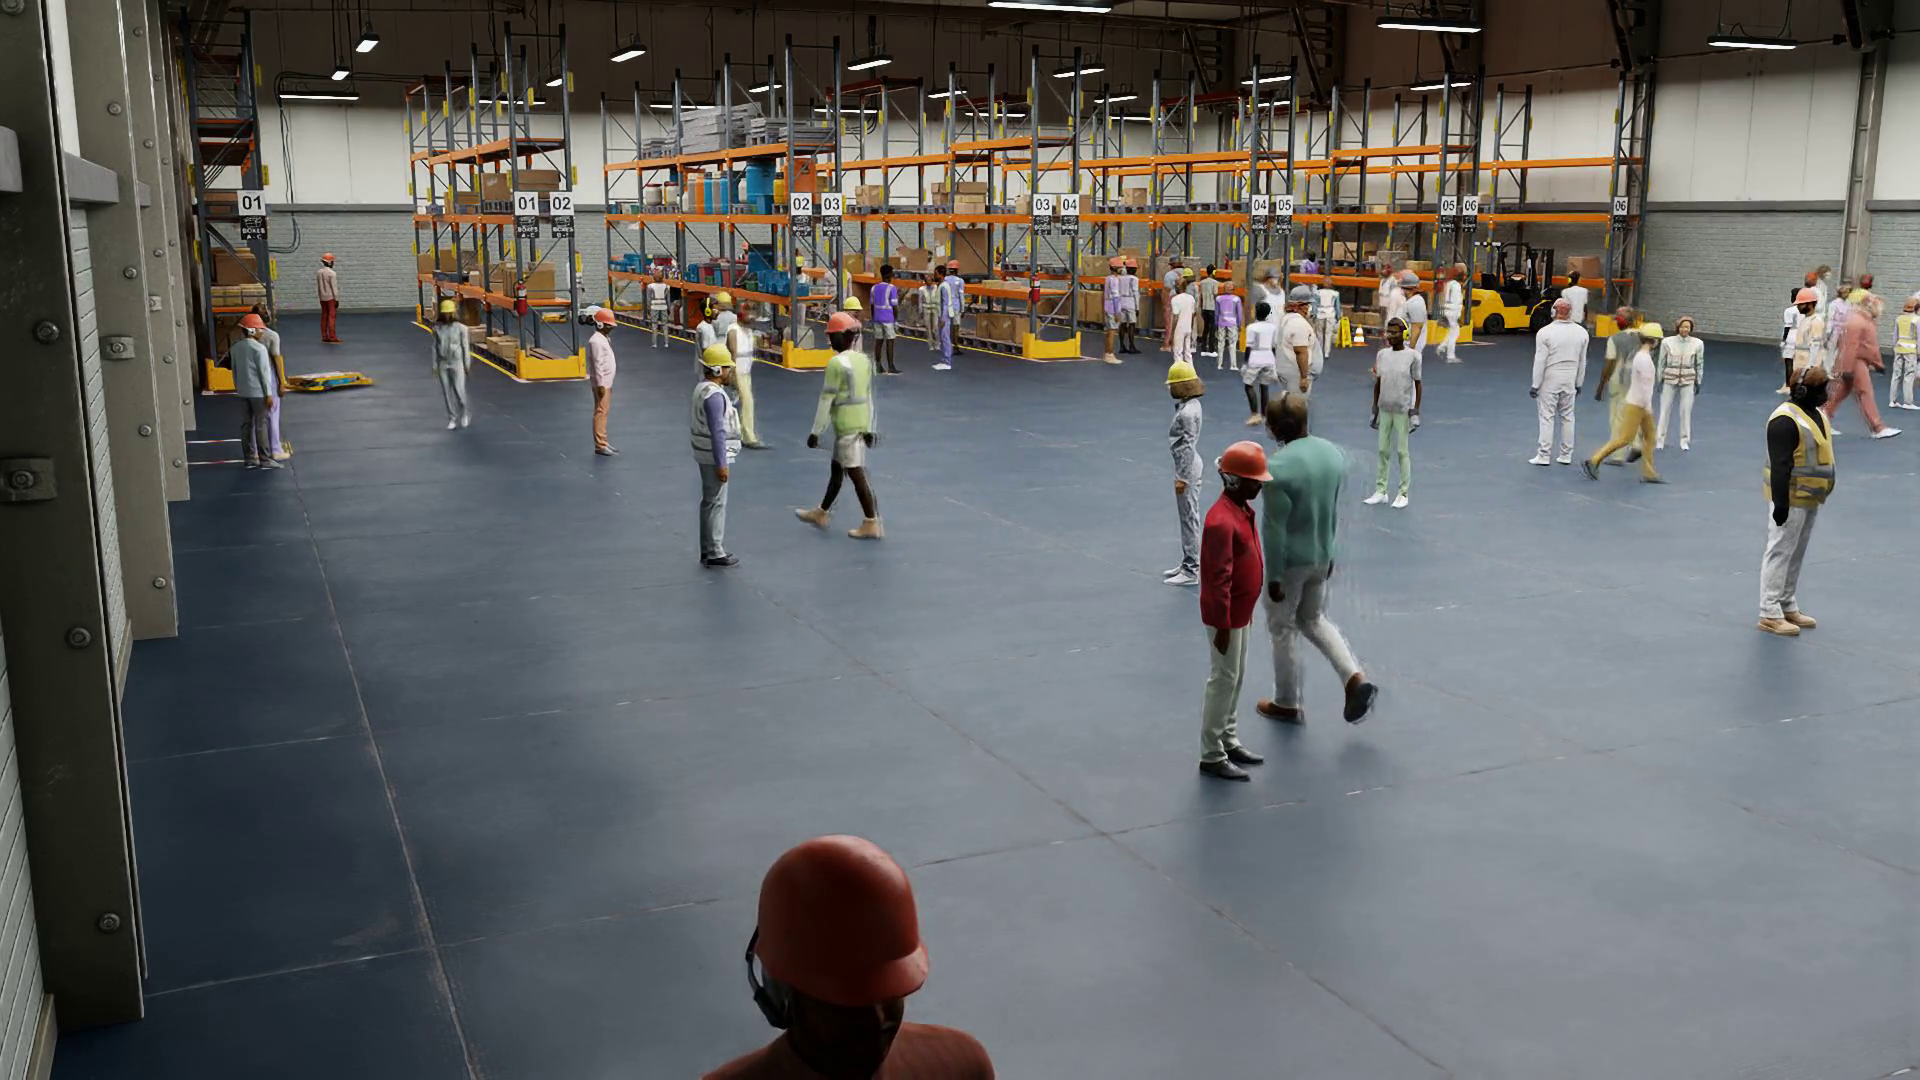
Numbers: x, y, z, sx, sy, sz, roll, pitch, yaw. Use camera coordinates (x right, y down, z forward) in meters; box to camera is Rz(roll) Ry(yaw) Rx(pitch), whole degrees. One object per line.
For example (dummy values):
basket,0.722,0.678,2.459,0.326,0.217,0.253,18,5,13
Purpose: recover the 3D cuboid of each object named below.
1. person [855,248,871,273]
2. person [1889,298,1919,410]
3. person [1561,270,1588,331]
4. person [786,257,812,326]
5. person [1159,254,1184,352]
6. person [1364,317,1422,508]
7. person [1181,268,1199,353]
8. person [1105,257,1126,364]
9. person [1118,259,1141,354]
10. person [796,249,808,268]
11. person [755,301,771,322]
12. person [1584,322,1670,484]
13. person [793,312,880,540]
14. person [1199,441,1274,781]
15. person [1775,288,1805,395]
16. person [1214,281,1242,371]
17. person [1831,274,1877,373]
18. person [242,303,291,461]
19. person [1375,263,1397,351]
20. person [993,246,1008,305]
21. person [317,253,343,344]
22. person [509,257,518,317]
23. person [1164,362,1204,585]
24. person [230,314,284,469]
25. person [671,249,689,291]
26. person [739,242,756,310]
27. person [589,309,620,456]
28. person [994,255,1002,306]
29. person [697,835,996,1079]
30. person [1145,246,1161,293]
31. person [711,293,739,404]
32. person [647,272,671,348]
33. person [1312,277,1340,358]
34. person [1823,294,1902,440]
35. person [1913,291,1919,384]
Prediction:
person,-2.869,-7.469,47.979,0.678,1.843,0.997,-9,14,-37
person,13.946,-2.738,24.473,0.308,1.638,0.511,-3,12,-16
person,10.886,-3.884,29.745,0.530,1.843,0.766,-3,11,-13
person,-3.548,-5.217,36.372,0.583,1.909,0.505,-7,13,-32
person,4.466,-4.957,34.722,0.689,2.000,0.535,-9,14,-37
person,4.264,-1.250,16.322,0.538,1.869,0.312,11,16,44
person,4.722,-4.744,34.419,0.321,1.736,0.487,-8,14,-36
person,2.971,-4.372,31.780,0.404,2.037,0.643,-1,11,-6
person,3.479,-4.789,34.145,0.376,1.932,0.543,-10,15,-41
person,-5.065,-8.280,52.383,0.573,1.739,0.350,-2,11,-11
person,-5.256,-6.772,44.276,0.407,1.913,0.641,-6,13,-30
person,7.166,-1.457,17.740,0.808,1.732,0.543,5,12,22
person,-1.119,-1.010,14.781,1.003,1.999,0.614,4,12,22
person,1.407,0.354,8.498,0.348,1.740,0.575,4,12,20
person,13.270,-3.159,26.463,0.532,1.696,0.319,-5,12,-25
person,4.907,-3.916,30.443,0.521,1.645,0.307,6,13,28
person,16.076,-3.868,29.848,0.989,1.792,0.553,2,11,8
person,-8.116,-1.840,19.418,0.503,1.837,0.351,4,12,18
person,8.896,-4.827,34.597,0.389,1.837,0.560,-2,11,-12
person,1.162,-7.880,49.973,0.573,1.887,0.356,-3,11,-14
person,-13.929,-5.328,36.752,0.622,1.989,0.406,7,13,32
person,-12.290,-7.039,46.003,0.316,1.769,0.523,-5,12,-23
person,1.732,-0.518,12.944,0.311,1.735,0.484,2,11,10
person,-7.952,-1.674,18.781,0.564,1.747,0.339,7,13,30
person,-7.603,-6.946,45.109,0.354,1.929,0.594,8,14,35
person,-6.306,-7.853,49.480,0.611,2.031,0.410,3,12,15
person,-4.242,-1.884,19.861,0.337,1.742,0.561,-1,11,-4
person,1.146,-7.720,49.804,0.285,1.631,0.501,-3,12,-17
person,-0.183,1.397,2.543,0.611,1.996,0.379,-7,13,-32
person,4.897,-6.461,42.368,0.394,2.039,0.614,-3,11,-13
person,-3.506,-2.840,24.844,0.500,1.686,0.922,1,11,4
person,-6.435,-4.919,35.581,0.509,1.629,0.315,-4,12,-21
person,7.315,-4.440,33.227,0.526,1.593,0.833,3,12,16
person,11.569,-2.218,21.309,1.021,1.840,0.665,8,14,35
person,16.342,-3.579,28.001,0.628,1.927,0.513,6,13,29
